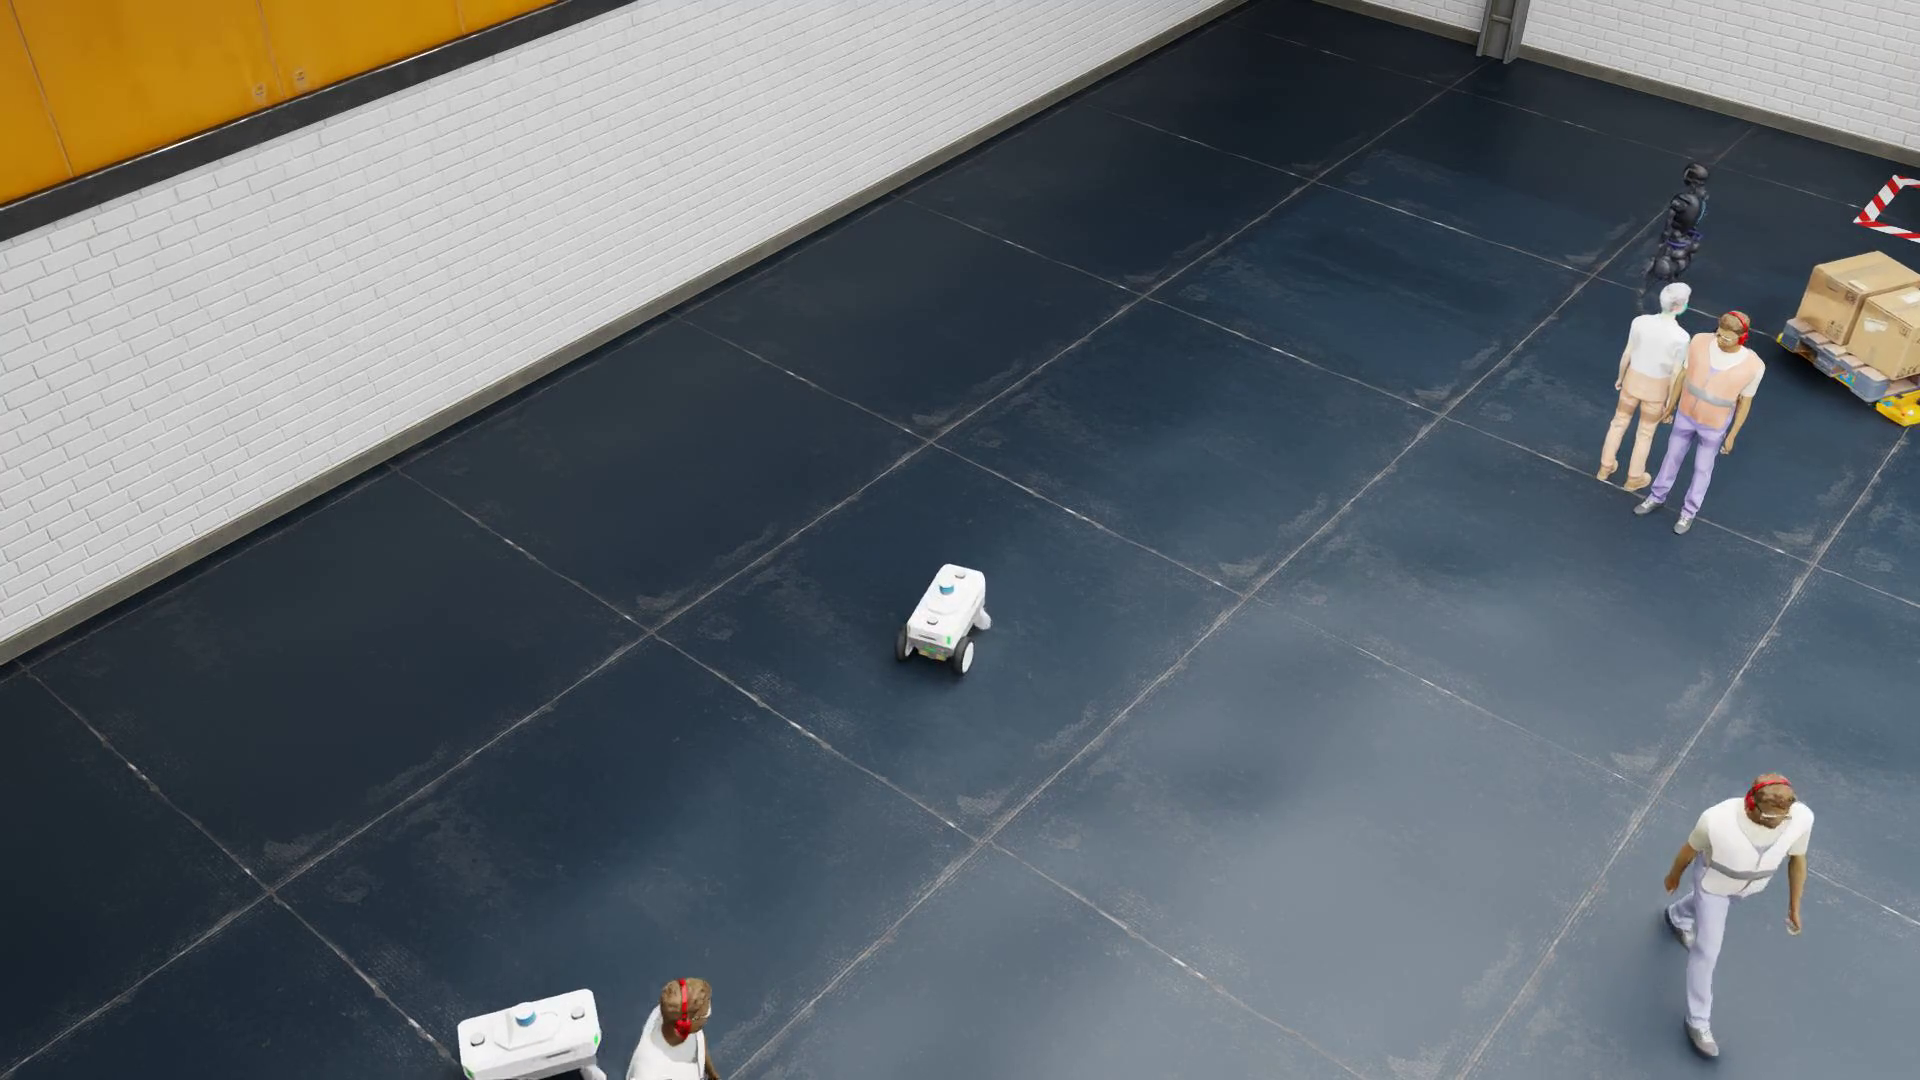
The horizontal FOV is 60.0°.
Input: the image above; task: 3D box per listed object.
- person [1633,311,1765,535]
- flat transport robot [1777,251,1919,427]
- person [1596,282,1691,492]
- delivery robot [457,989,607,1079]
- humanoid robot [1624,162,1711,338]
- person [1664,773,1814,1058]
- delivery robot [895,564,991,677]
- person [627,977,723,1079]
[{"bbox_3d":[5.428,-0.881,12.129,0.389,1.837,0.563,-29,47,-31],"label":"person"},{"bbox_3d":[7.723,-1.464,14.103,0.659,0.231,1.431,-14,41,-17],"label":"flat transport robot"},{"bbox_3d":[5.177,-1.159,12.548,0.323,1.745,0.473,-31,48,-33],"label":"person"},{"bbox_3d":[-2.267,2.653,8.750,0.747,0.576,0.499,-12,40,-14],"label":"delivery robot"},{"bbox_3d":[6.087,-2.459,14.211,0.598,1.650,0.359,-26,46,-29],"label":"humanoid robot"},{"bbox_3d":[4.075,1.811,8.839,0.597,1.781,0.999,-4,39,-5],"label":"person"},{"bbox_3d":[-0.098,0.542,11.396,0.510,0.607,0.778,13,41,16],"label":"delivery robot"},{"bbox_3d":[-1.313,2.666,7.761,0.967,1.786,0.597,3,39,4],"label":"person"}]
